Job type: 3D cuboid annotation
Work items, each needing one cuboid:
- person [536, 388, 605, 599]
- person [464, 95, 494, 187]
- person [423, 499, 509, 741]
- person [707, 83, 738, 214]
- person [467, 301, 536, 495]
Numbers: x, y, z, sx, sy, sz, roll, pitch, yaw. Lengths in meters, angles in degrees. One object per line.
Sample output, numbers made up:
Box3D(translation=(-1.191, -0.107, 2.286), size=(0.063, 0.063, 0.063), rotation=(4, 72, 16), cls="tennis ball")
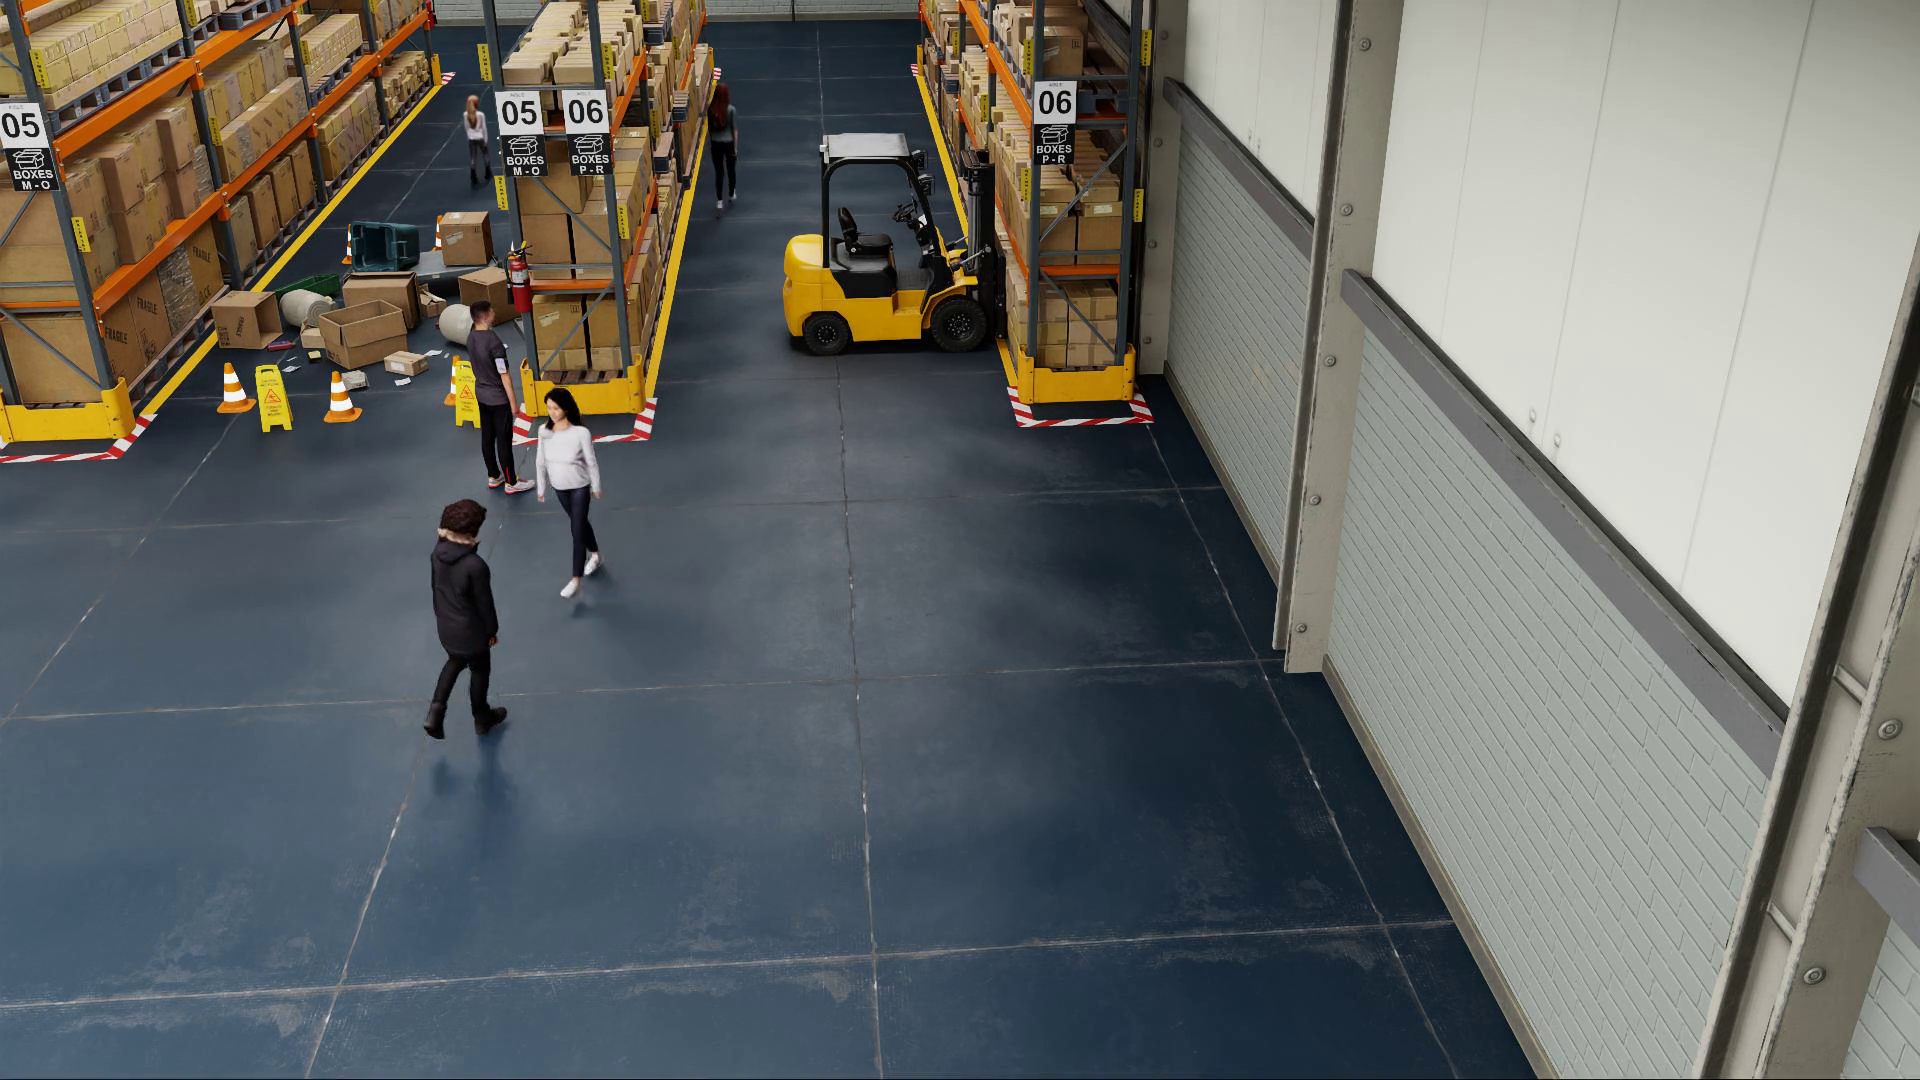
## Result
Box3D(translation=(-3.041, -0.447, 13.242), size=(0.883, 1.662, 1.121), rotation=(8, 28, 15), cls="person")
Box3D(translation=(-7.001, -5.762, 23.993), size=(0.527, 1.268, 0.885), rotation=(0, 27, -1), cls="person")
Box3D(translation=(-3.361, 0.601, 11.108), size=(0.924, 1.752, 1.044), rotation=(10, 29, 19), cls="person")
Box3D(translation=(-3.243, -5.290, 22.595), size=(0.632, 1.710, 1.152), rotation=(0, 27, 0), cls="person")
Box3D(translation=(-4.129, -1.267, 14.723), size=(0.708, 1.764, 0.768), rotation=(21, 34, 35), cls="person")
